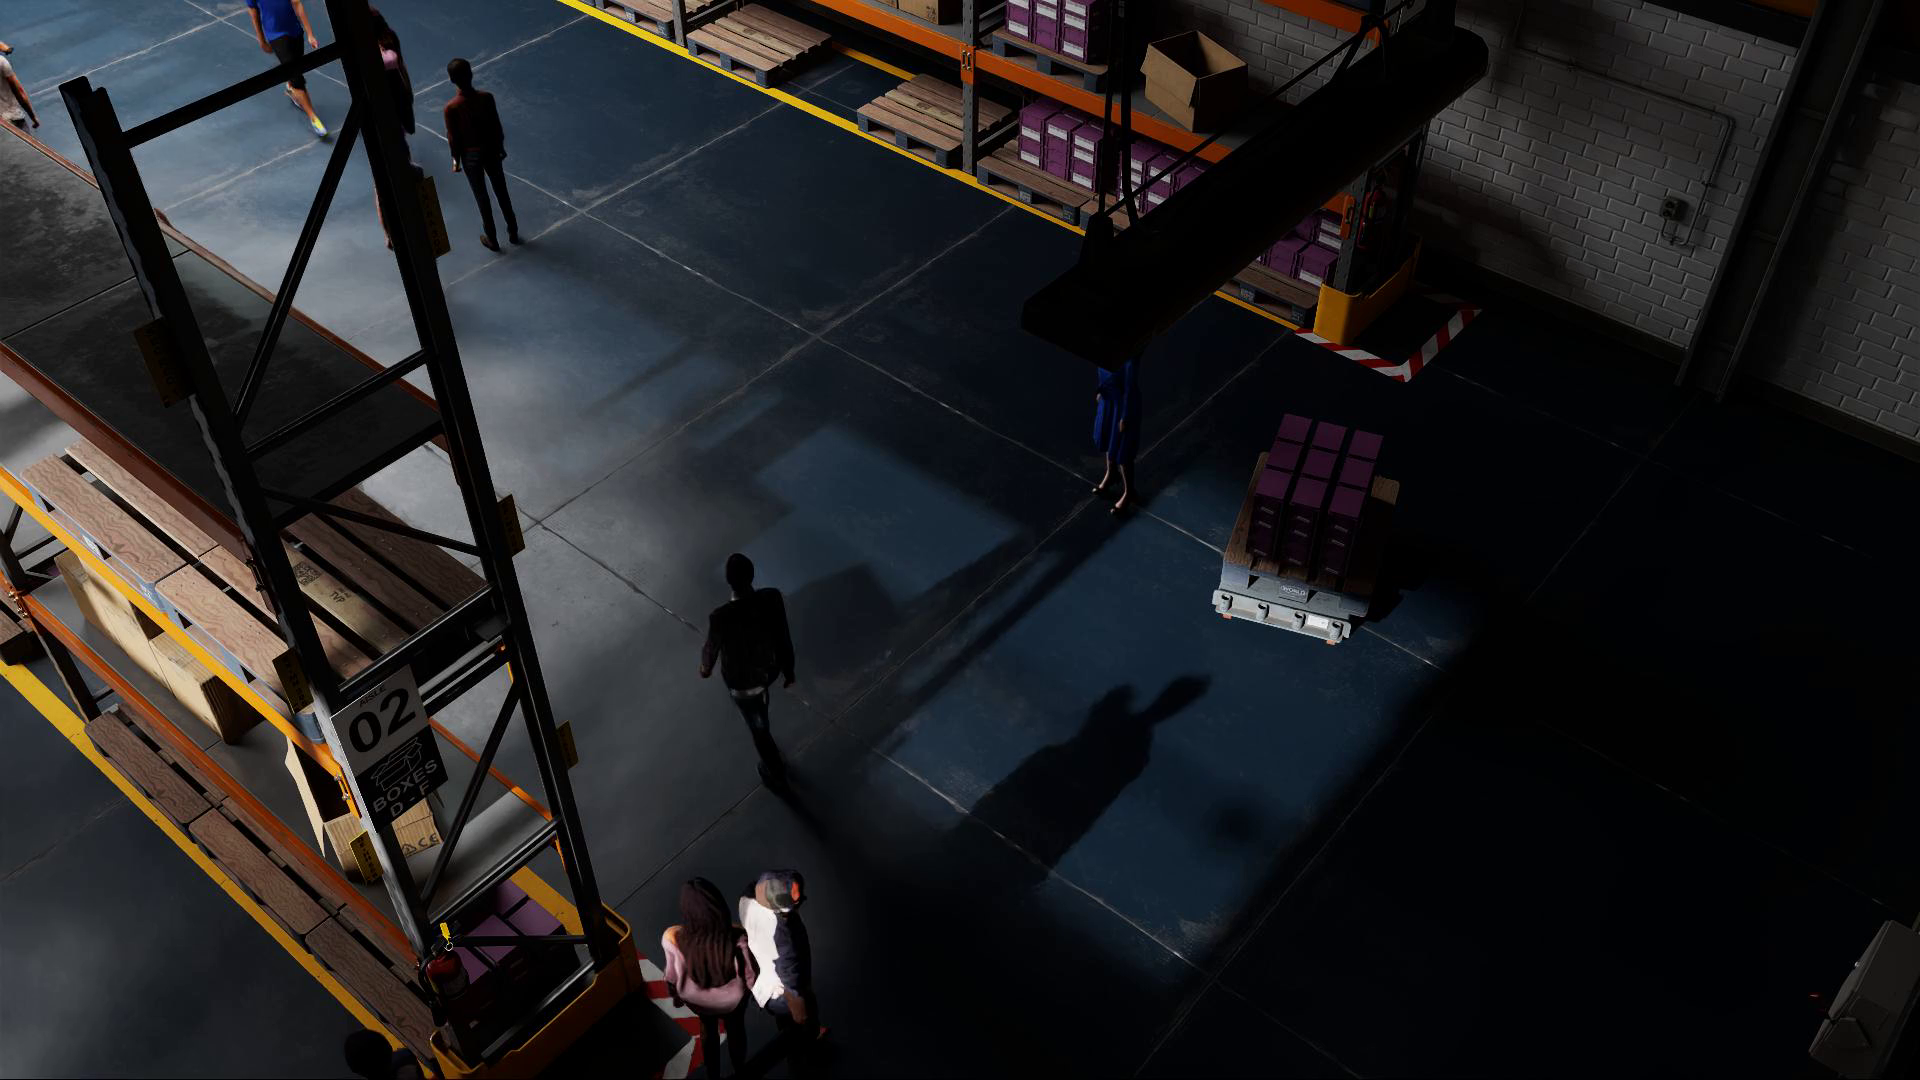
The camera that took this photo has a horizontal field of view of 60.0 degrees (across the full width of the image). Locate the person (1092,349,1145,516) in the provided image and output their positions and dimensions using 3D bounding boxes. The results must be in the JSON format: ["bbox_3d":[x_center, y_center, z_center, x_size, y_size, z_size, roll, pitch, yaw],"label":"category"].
[{"bbox_3d":[1.143,-0.949,11.907,0.764,1.824,0.665,-16,46,-16],"label":"person"}]

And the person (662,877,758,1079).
[{"bbox_3d":[-1.238,2.396,8.415,0.857,1.798,0.916,-3,44,-3],"label":"person"}]

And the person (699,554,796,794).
[{"bbox_3d":[-1.200,0.870,10.025,0.792,1.787,1.021,-28,50,-27],"label":"person"}]

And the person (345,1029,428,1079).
[{"bbox_3d":[-2.639,2.882,8.081,0.697,1.555,0.661,11,45,11],"label":"person"}]

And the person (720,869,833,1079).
[{"bbox_3d":[-0.982,2.289,8.476,0.953,1.870,1.020,-26,49,-24],"label":"person"}]

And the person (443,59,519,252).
[{"bbox_3d":[-4.159,-3.341,14.452,0.698,1.777,0.615,-25,49,-24],"label":"person"}]

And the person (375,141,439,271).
[{"bbox_3d":[-4.606,-2.660,13.861,0.985,1.607,1.238,-14,45,-14],"label":"person"}]

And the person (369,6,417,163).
[{"bbox_3d":[-5.260,-4.099,15.270,0.777,1.747,1.072,-26,49,-24],"label":"person"}]

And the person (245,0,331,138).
[{"bbox_3d":[-6.554,-4.892,16.051,0.744,1.818,1.303,-32,52,-29],"label":"person"}]
